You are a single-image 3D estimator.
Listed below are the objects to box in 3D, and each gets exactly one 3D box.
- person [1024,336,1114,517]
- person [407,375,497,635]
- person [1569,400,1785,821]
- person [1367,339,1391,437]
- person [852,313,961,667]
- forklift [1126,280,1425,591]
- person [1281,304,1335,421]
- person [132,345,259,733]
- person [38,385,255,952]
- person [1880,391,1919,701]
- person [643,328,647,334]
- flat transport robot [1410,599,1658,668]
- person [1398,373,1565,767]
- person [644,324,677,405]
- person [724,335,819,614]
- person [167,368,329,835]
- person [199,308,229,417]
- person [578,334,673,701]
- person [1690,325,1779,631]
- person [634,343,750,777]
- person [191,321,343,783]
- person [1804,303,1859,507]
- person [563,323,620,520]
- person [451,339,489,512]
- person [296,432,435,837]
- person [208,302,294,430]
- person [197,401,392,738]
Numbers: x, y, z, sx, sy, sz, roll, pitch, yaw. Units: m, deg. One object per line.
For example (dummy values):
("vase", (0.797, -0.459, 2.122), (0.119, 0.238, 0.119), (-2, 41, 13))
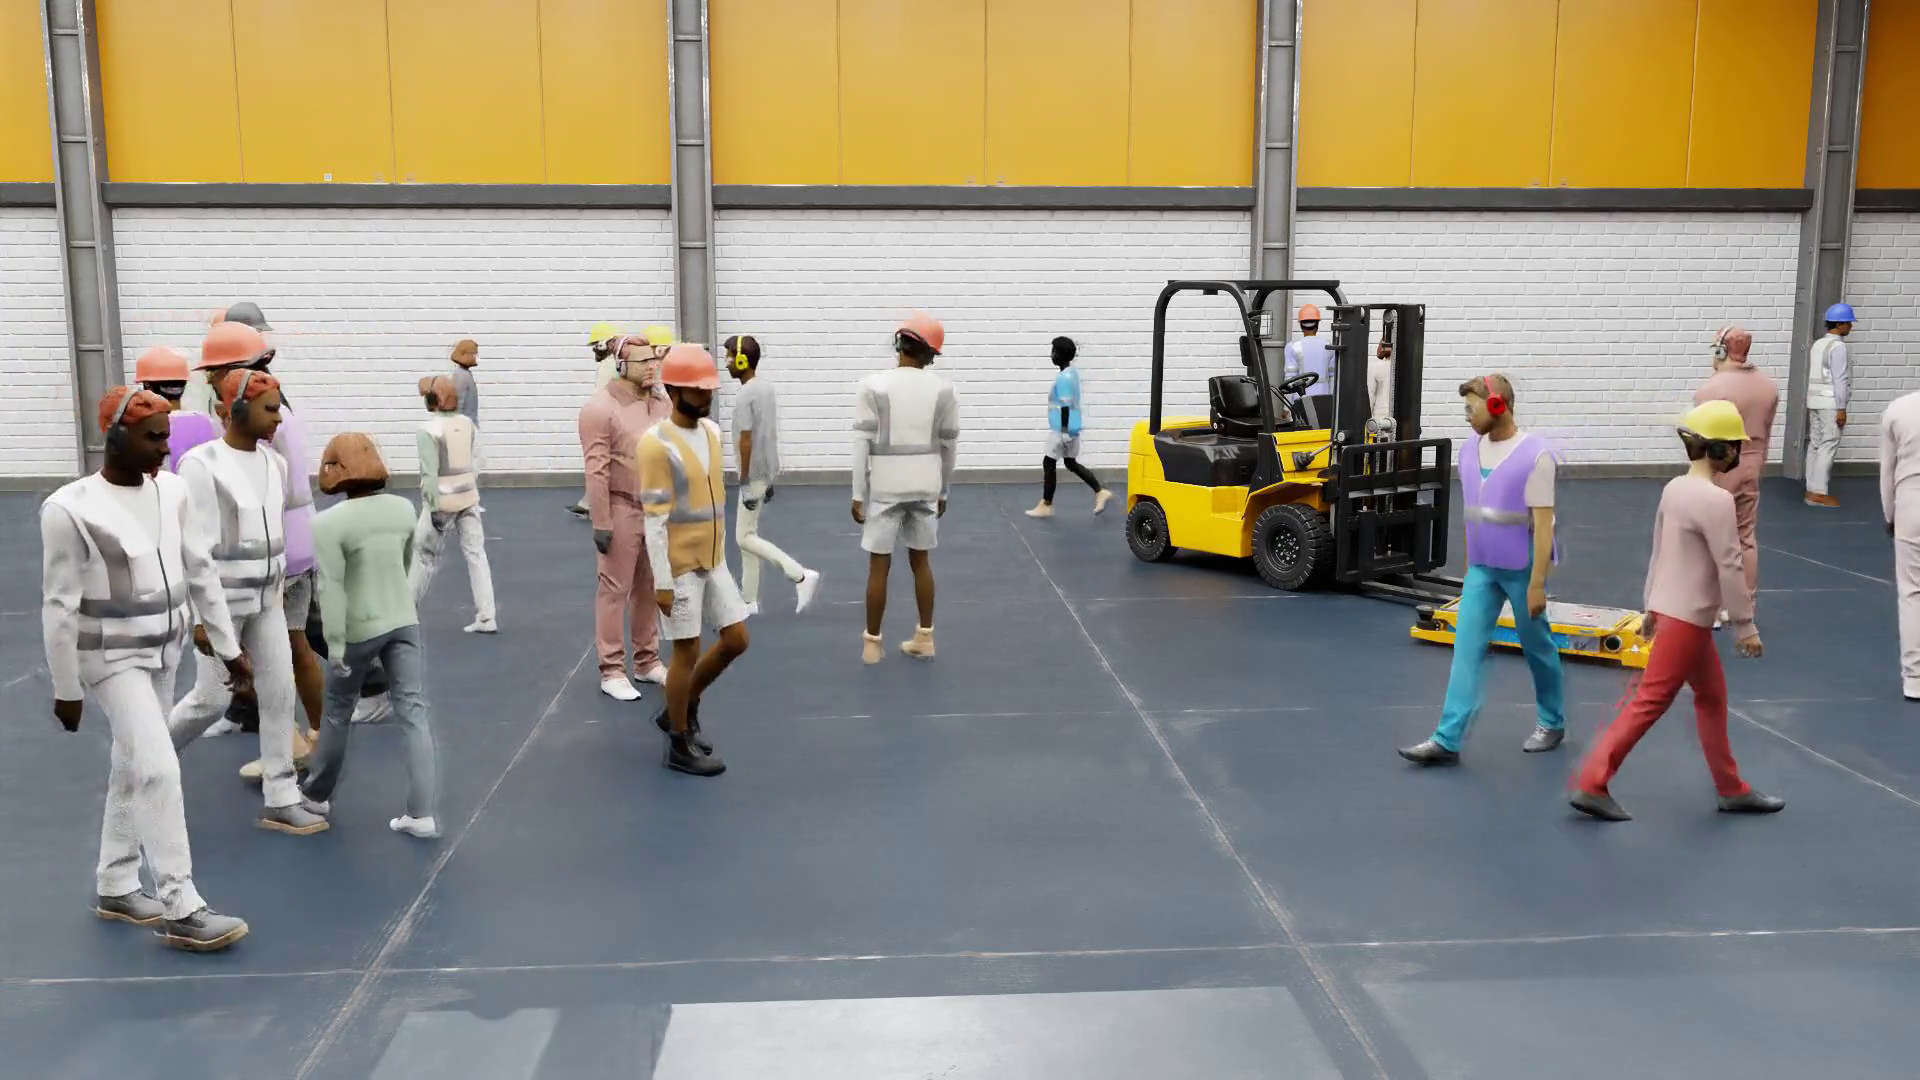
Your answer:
("person", (1.009, -1.026, 15.152), (0.750, 1.673, 0.534), (2, 9, 15))
("person", (-3.225, -0.213, 10.283), (0.841, 1.600, 0.520), (4, 10, 26))
("person", (2.911, 0.299, 6.692), (0.897, 1.723, 0.529), (1, 9, 7))
("person", (4.263, -1.228, 16.545), (0.497, 1.632, 0.289), (-1, 9, -5))
("person", (-0.307, -0.267, 9.422), (0.634, 2.007, 0.403), (-3, 9, -16))
("forklift", (2.301, -0.860, 12.475), (1.214, 2.155, 2.313), (-6, 11, -35))
("person", (3.423, -1.348, 16.365), (0.543, 1.932, 0.376), (-2, 9, -10))
("person", (-3.726, 0.005, 8.049), (1.020, 1.888, 0.565), (5, 10, 30))
("person", (-2.630, 0.423, 5.516), (0.835, 1.850, 0.565), (2, 9, 13))
("person", (5.165, -0.103, 8.727), (0.641, 1.880, 0.676), (7, 11, 37))
("person", (-2.879, -1.153, 15.726), (0.493, 1.743, 0.298), (6, 11, 33))
("flat transport robot", (3.476, 0.517, 9.850), (1.431, 0.197, 0.652), (6, 11, 34))
("person", (2.466, 0.136, 7.549), (0.992, 1.775, 0.614), (-5, 10, -29))
("person", (-2.364, -0.841, 13.527), (0.565, 1.819, 0.610), (-2, 9, -11))
("person", (-1.261, -0.399, 10.708), (0.688, 1.842, 0.518), (3, 9, 16))
("person", (-2.943, 0.242, 6.632), (0.838, 1.856, 0.595), (3, 10, 19))
("person", (-5.644, -0.827, 13.037), (0.973, 1.948, 0.614), (-1, 9, -8))
("person", (-1.695, -0.129, 8.784), (0.400, 1.910, 0.643), (6, 11, 32))
("person", (4.782, -0.389, 10.425), (0.648, 1.906, 0.404), (-4, 10, -26))
("person", (-1.170, 0.096, 7.330), (0.404, 1.918, 0.564), (5, 10, 28))
("person", (-2.988, 0.073, 7.174), (0.550, 2.015, 0.686), (-2, 9, -10))
("person", (8.353, -1.290, 16.012), (0.475, 1.950, 0.620), (1, 9, 4))
("person", (-3.194, -1.031, 14.836), (0.890, 1.772, 0.606), (-1, 9, -4))
("person", (-4.551, -1.048, 15.440), (0.361, 1.616, 0.521), (-2, 9, -12))
("person", (-2.398, 0.369, 6.631), (0.808, 1.590, 0.494), (7, 11, 35))
("person", (-4.831, -0.614, 11.414), (0.536, 2.000, 0.688), (-2, 9, -11))
("person", (-3.232, 0.017, 8.023), (0.929, 1.871, 0.621), (-5, 10, -29))
